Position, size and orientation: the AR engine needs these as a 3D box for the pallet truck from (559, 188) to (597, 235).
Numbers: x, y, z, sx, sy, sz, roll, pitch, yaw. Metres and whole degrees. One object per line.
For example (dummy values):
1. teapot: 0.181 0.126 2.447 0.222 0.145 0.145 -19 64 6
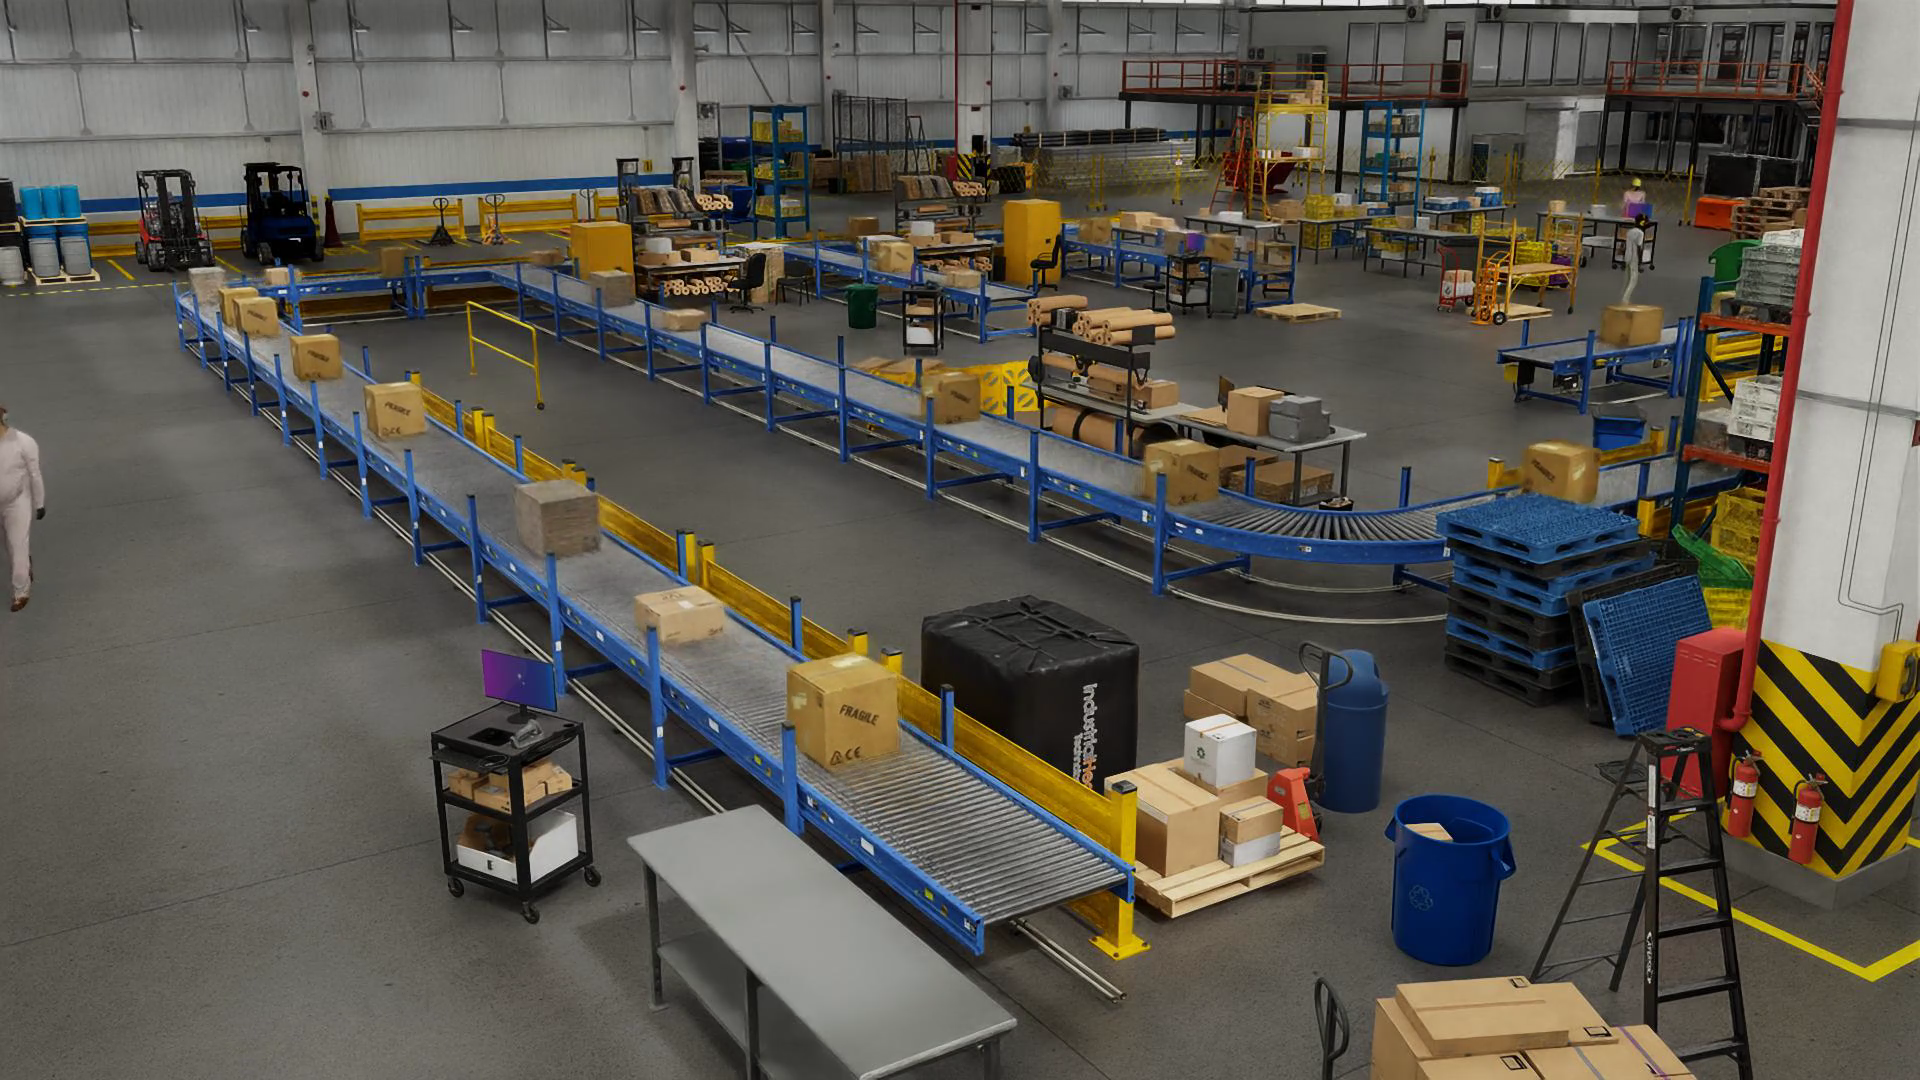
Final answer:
1. pallet truck: -10.010 -8.652 43.699 0.653 1.274 1.630 -10 20 -31

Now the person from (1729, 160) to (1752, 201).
1. person: 21.285 -9.404 45.266 0.583 1.859 0.840 -8 18 -24

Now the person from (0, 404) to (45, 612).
1. person: -8.680 -0.362 15.139 0.645 1.883 0.866 -3 17 -10

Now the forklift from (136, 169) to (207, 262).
1. forklift: -17.842 -7.318 37.559 1.157 1.987 2.680 -10 20 -31

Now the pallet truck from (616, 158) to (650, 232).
1. pallet truck: -8.918 -9.176 44.255 0.823 1.965 1.885 -9 19 -27

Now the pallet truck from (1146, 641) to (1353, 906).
1. pallet truck: 1.664 1.407 10.232 1.630 1.274 0.653 -10 20 -31

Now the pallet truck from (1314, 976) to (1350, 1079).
1. pallet truck: 2.299 2.390 7.086 1.601 1.201 0.680 -2 17 -7

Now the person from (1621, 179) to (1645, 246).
1. person: 16.469 -7.963 40.696 0.543 1.713 0.931 1 17 4

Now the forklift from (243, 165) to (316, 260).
1. forklift: -15.898 -7.669 38.708 1.157 1.987 2.680 -11 20 -33

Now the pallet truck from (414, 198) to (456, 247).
1. pallet truck: -13.250 -8.060 41.856 0.680 1.201 1.601 -10 20 -31

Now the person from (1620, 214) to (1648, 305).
1. person: 12.635 -5.193 31.289 0.534 1.837 0.766 -2 17 -6

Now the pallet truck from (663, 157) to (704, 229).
1. pallet truck: -7.586 -9.308 44.692 0.823 1.965 1.885 -11 20 -33

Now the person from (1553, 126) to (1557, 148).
1. person: 24.056 -16.033 67.231 0.513 1.887 0.682 5 18 18

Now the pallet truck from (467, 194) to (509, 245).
1. pallet truck: -11.983 -8.177 42.137 0.704 1.261 1.522 -11 20 -33
